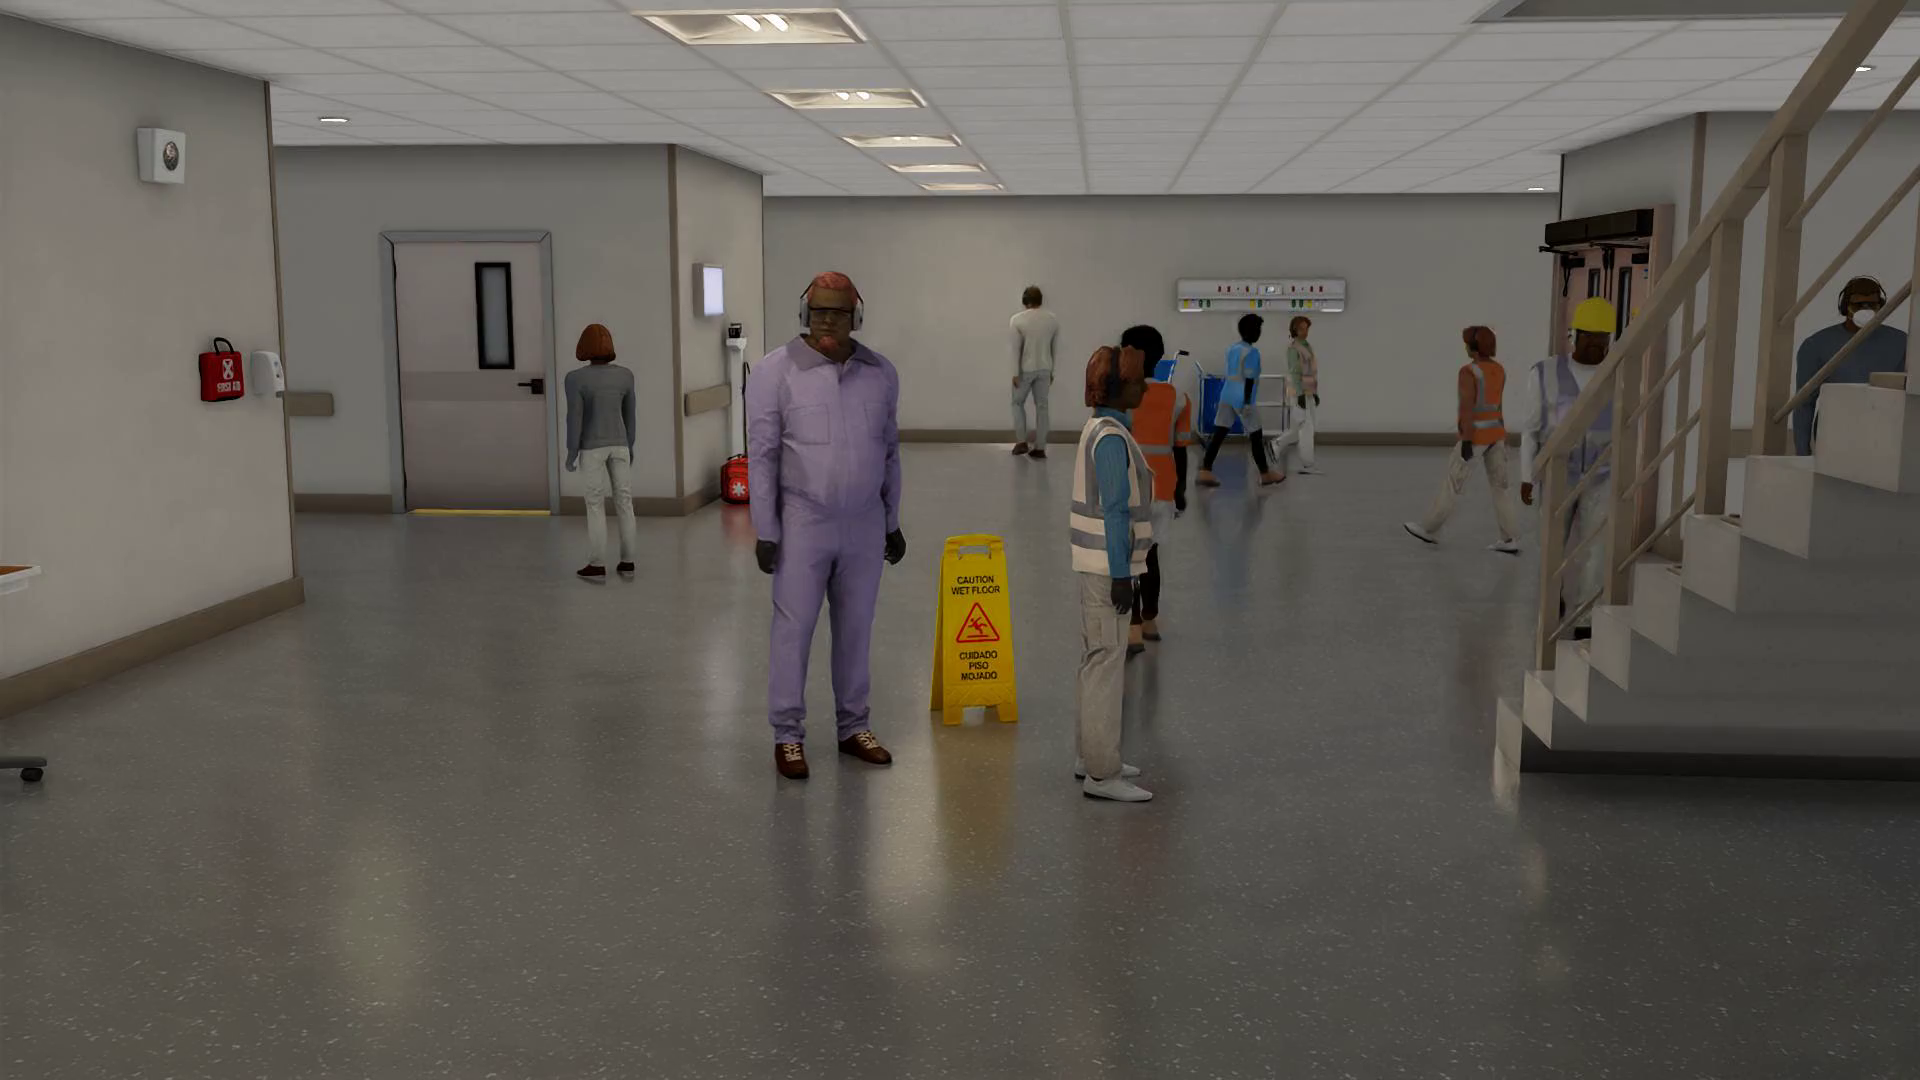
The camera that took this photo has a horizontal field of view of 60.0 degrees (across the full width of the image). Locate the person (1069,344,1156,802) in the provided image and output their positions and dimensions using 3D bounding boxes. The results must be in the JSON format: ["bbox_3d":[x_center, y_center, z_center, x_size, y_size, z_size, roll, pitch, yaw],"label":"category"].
[{"bbox_3d":[0.548,0.115,6.035,0.306,1.640,0.522,0,8,-1],"label":"person"}]

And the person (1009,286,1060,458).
[{"bbox_3d":[0.807,-1.882,18.665,0.625,1.919,0.599,-3,9,-20],"label":"person"}]

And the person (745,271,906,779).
[{"bbox_3d":[-0.485,-0.059,6.329,0.645,1.903,0.400,-5,10,-31],"label":"person"}]

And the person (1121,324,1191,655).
[{"bbox_3d":[0.919,-0.258,8.484,0.550,1.686,0.644,-4,9,-23],"label":"person"}]

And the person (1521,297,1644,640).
[{"bbox_3d":[3.256,-0.368,8.736,0.597,1.809,0.726,3,9,17],"label":"person"}]

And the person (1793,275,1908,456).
[{"bbox_3d":[5.085,-0.533,9.487,0.635,1.928,0.382,1,8,10],"label":"person"}]

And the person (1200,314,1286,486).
[{"bbox_3d":[2.660,-1.313,15.749,0.899,1.644,0.540,-3,9,-23],"label":"person"}]

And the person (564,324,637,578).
[{"bbox_3d":[-2.310,-0.570,10.710,0.501,1.633,0.286,-7,11,-40],"label":"person"}]

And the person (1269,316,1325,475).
[{"bbox_3d":[3.451,-1.471,16.933,0.611,1.615,0.534,5,10,33],"label":"person"}]

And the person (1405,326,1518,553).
[{"bbox_3d":[3.641,-0.720,11.860,0.542,1.594,0.856,-6,11,-37],"label":"person"}]
